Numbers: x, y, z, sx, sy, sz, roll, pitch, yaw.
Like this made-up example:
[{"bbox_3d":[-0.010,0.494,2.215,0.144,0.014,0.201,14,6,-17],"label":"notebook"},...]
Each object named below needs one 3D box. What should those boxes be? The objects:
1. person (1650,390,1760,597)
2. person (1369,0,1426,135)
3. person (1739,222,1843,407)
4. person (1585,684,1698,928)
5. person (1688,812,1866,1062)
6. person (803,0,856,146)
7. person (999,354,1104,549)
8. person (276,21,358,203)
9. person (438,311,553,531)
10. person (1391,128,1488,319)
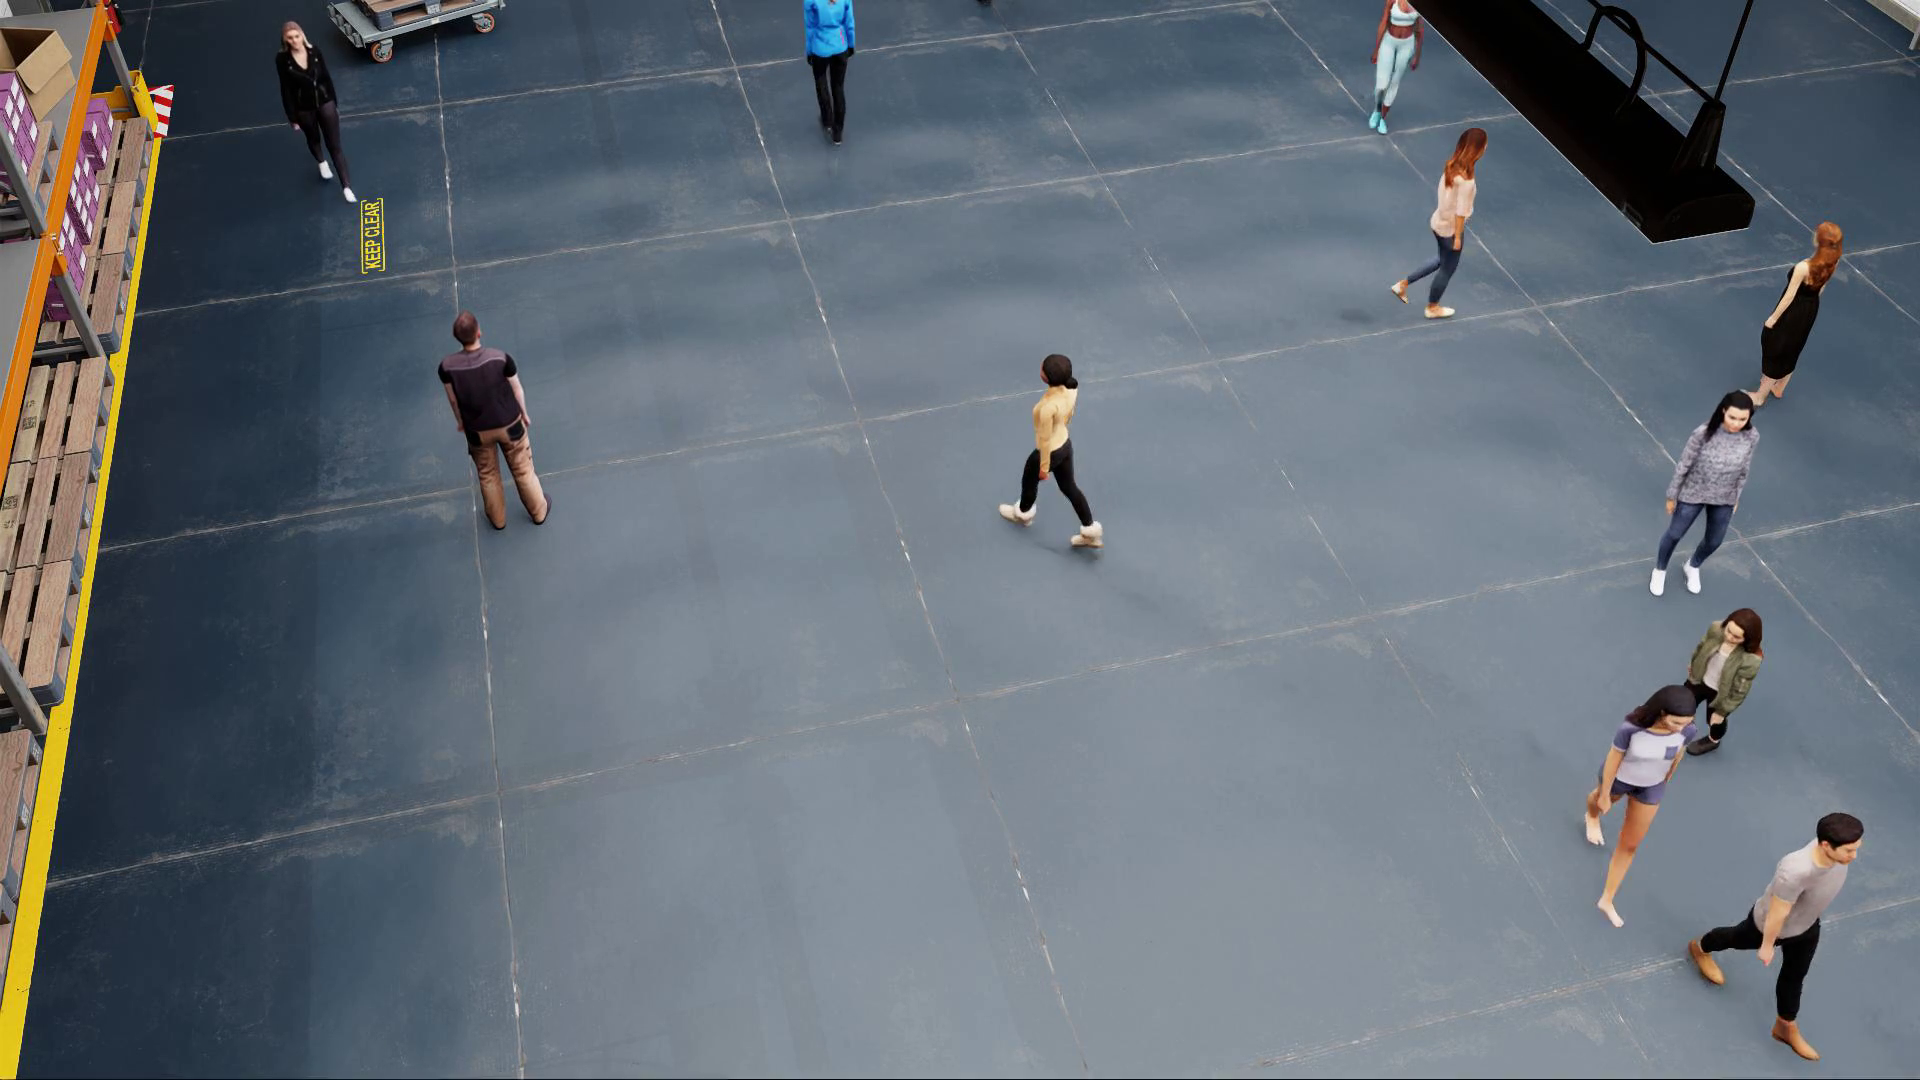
[{"bbox_3d":[5.059,-0.336,11.266,0.715,1.730,0.679,6,44,6],"label":"person"},{"bbox_3d":[4.158,-4.719,15.877,0.667,1.717,0.671,3,44,3],"label":"person"},{"bbox_3d":[6.440,-1.732,12.808,0.608,1.626,0.609,-18,46,-18],"label":"person"},{"bbox_3d":[3.837,1.317,9.571,0.894,1.676,1.195,3,44,4],"label":"person"},{"bbox_3d":[4.349,1.960,8.894,0.736,1.680,1.155,-17,46,-17],"label":"person"},{"bbox_3d":[-1.213,-4.546,15.650,0.659,1.780,0.724,-7,44,-7],"label":"person"},{"bbox_3d":[0.719,-0.585,11.603,1.176,1.627,1.031,29,51,27],"label":"person"},{"bbox_3d":[-5.895,-3.933,15.113,0.841,1.634,1.237,-21,47,-21],"label":"person"},{"bbox_3d":[-3.295,-0.830,11.705,0.707,1.841,0.619,-5,44,-6],"label":"person"},{"bbox_3d":[3.895,-2.538,13.542,0.758,1.779,0.799,-1,44,-1],"label":"person"}]
